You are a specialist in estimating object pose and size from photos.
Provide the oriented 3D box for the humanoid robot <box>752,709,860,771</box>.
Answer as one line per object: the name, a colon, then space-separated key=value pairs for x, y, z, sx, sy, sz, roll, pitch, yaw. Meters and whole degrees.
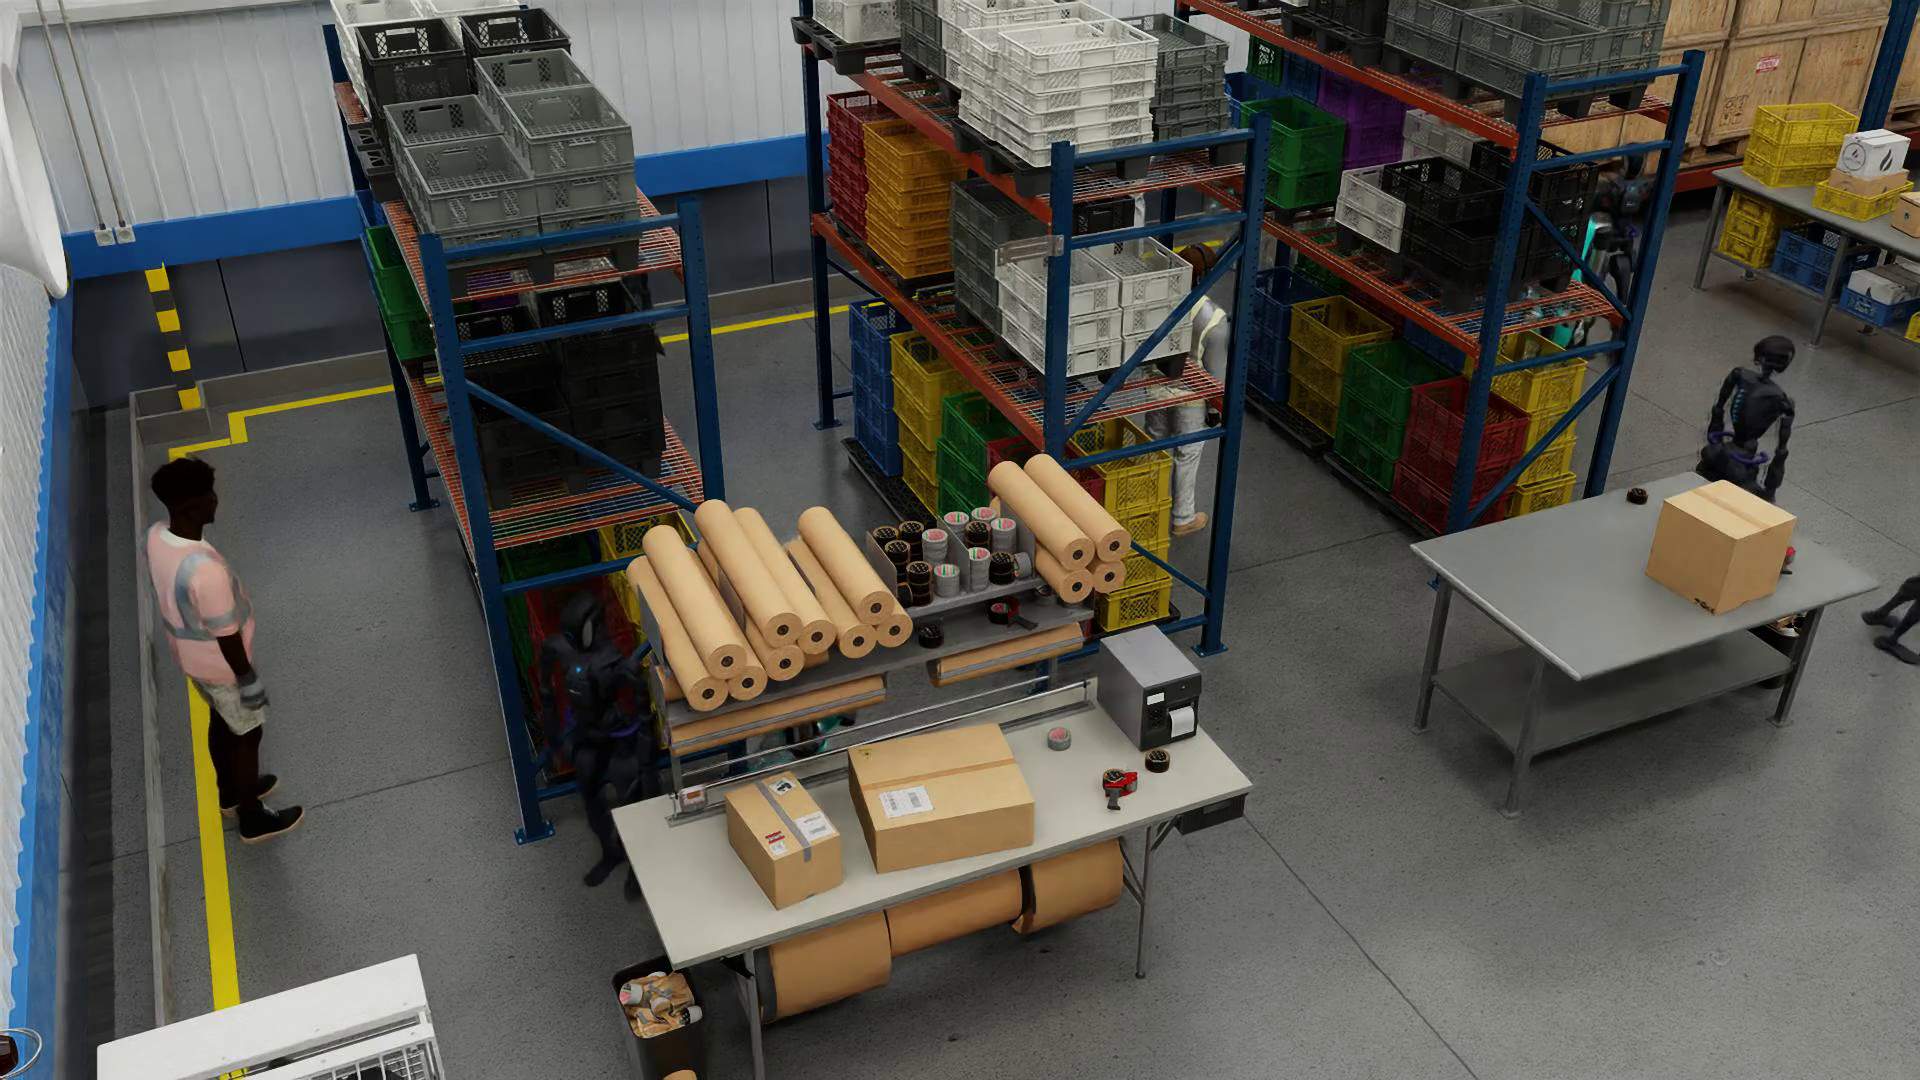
humanoid robot: x=-0.731 y=0.768 z=7.339 sx=0.790 sy=1.804 sz=0.552 roll=12 pitch=34 yaw=19

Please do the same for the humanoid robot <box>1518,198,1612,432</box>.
humanoid robot: x=3.925 y=-1.527 z=11.087 sx=0.544 sy=1.814 sz=0.770 roll=9 pitch=33 yaw=14

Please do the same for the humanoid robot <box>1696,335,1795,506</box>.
humanoid robot: x=4.268 y=-0.391 z=9.270 sx=0.476 sy=1.646 sz=0.595 roll=-10 pitch=33 yaw=-15

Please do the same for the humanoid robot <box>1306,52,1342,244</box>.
humanoid robot: x=3.033 y=-3.242 z=13.712 sx=0.533 sy=1.673 sz=0.735 roll=24 pitch=39 yaw=34

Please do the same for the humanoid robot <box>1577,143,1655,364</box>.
humanoid robot: x=4.705 y=-2.065 z=11.979 sx=0.611 sy=1.646 sz=0.358 roll=-1 pitch=32 yaw=-2

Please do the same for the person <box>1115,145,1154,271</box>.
person: x=1.393 y=-3.079 z=13.430 sx=0.345 sy=1.882 sz=0.583 roll=4 pitch=32 yaw=6

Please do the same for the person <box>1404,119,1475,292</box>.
person: x=3.320 y=-2.094 z=11.704 sx=0.621 sy=2.011 sz=0.793 roll=1 pitch=32 yaw=1

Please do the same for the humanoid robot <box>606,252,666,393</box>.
humanoid robot: x=-2.205 y=-1.308 z=10.801 sx=0.820 sy=1.622 sz=0.584 roll=19 pitch=37 yaw=28

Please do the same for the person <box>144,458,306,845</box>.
person: x=-3.353 y=0.511 z=7.538 sx=0.370 sy=1.953 sz=0.603 roll=-27 pitch=41 yaw=-36

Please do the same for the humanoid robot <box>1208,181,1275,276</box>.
humanoid robot: x=2.330 y=-2.910 z=13.302 sx=0.887 sy=1.736 sz=0.543 roll=11 pitch=33 yaw=18

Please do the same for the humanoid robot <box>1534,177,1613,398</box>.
humanoid robot: x=4.176 y=-1.697 z=11.384 sx=0.589 sy=1.647 sz=0.322 roll=-16 pitch=35 yaw=-24

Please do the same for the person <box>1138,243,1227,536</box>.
person: x=1.328 y=-0.895 z=9.937 sx=0.616 sy=1.836 sz=0.432 roll=27 pitch=41 yaw=37

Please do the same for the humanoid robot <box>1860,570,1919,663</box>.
humanoid robot: x=5.219 y=-0.092 z=8.778 sx=0.442 sy=1.632 sz=0.617 roll=11 pitch=33 yaw=18

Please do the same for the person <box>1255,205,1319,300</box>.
person: x=2.509 y=-2.679 z=12.843 sx=0.589 sy=1.823 sz=0.405 roll=-3 pitch=32 yaw=-5

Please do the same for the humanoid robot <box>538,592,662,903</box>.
humanoid robot: x=-1.542 y=0.886 z=7.183 sx=0.588 sy=1.640 sz=0.362 roll=10 pitch=33 yaw=16
